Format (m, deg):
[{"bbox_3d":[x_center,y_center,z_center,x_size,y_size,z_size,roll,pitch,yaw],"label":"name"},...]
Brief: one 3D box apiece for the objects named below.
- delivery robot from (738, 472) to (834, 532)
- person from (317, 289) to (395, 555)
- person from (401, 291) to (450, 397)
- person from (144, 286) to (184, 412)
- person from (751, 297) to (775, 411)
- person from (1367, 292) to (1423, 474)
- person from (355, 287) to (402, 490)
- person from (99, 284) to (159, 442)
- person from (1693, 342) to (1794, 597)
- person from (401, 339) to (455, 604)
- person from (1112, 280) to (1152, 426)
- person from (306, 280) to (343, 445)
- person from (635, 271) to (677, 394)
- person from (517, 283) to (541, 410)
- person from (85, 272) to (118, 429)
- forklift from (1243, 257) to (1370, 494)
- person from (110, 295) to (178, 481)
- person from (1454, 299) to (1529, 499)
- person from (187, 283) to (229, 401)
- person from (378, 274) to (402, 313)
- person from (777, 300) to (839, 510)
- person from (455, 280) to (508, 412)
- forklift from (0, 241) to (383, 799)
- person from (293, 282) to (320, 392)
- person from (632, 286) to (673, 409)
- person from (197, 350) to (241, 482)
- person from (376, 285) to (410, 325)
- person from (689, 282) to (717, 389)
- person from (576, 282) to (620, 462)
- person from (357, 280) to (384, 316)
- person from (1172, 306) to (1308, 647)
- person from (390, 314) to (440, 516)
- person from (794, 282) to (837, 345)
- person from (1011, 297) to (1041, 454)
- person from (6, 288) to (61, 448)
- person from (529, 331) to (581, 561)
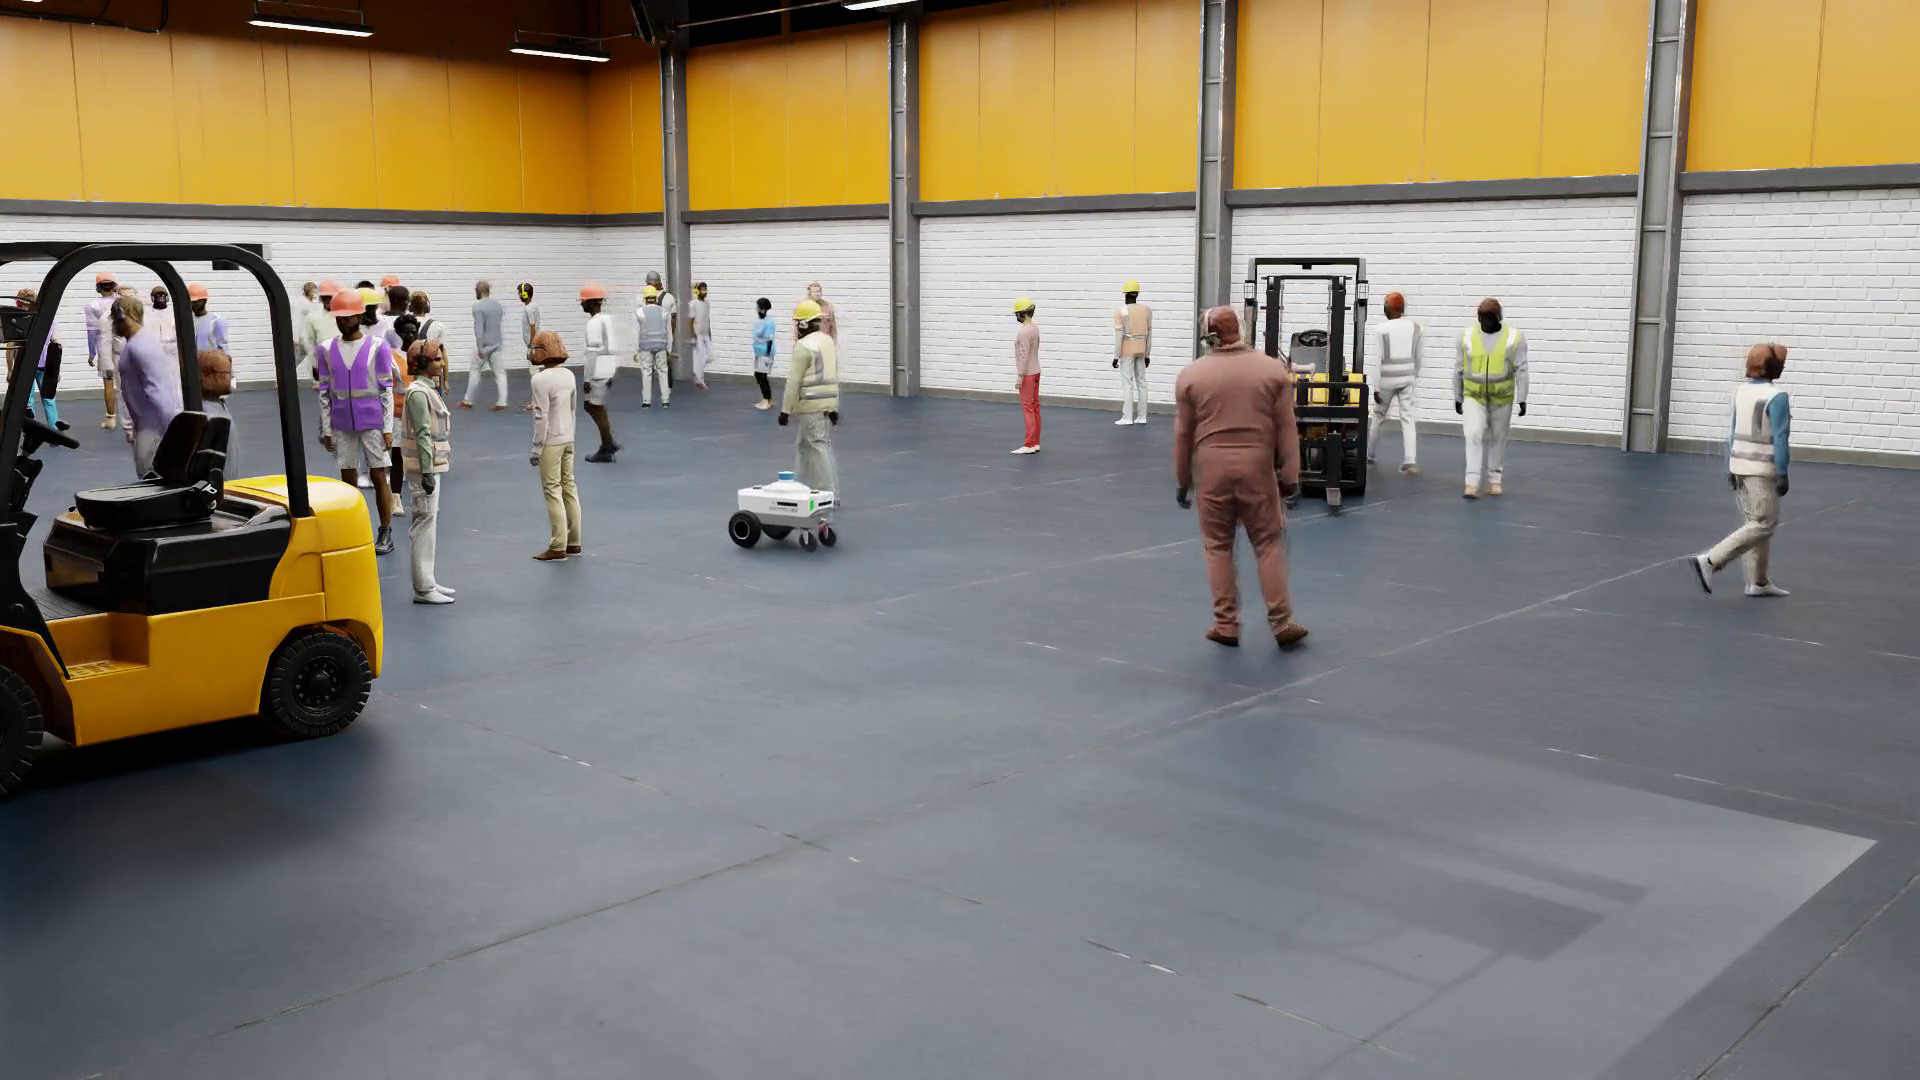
[{"bbox_3d":[-1.296,-0.267,12.406,0.707,0.478,0.477,5,10,28],"label":"delivery robot"},{"bbox_3d":[-4.355,-0.837,12.010,0.539,1.930,0.387,0,9,-1],"label":"person"},{"bbox_3d":[-5.558,-1.649,17.217,0.513,1.845,0.334,-3,10,-15],"label":"person"},{"bbox_3d":[-10.589,-2.443,22.097,0.627,1.847,0.429,-4,10,-23],"label":"person"},{"bbox_3d":[-2.866,-2.725,24.368,0.374,1.658,0.638,-6,11,-31],"label":"person"},{"bbox_3d":[4.425,-1.600,16.977,0.586,1.842,0.952,-1,9,-7],"label":"person"},{"bbox_3d":[-5.590,-1.413,15.631,0.604,1.888,0.876,5,11,28],"label":"person"},{"bbox_3d":[-9.812,-2.082,19.765,0.676,1.880,0.736,-8,12,-40],"label":"person"},{"bbox_3d":[4.931,-0.425,10.381,0.613,1.621,0.524,0,9,-2],"label":"person"},{"bbox_3d":[-3.312,-0.425,10.348,0.311,1.638,0.521,-2,10,-14],"label":"person"},{"bbox_3d":[2.270,-2.477,22.047,0.590,1.926,0.388,-5,11,-29],"label":"person"},{"bbox_3d":[-7.427,-2.105,19.752,0.617,1.938,1.068,-2,9,-12],"label":"person"},{"bbox_3d":[-5.060,-3.438,27.594,0.686,2.000,0.538,-4,10,-21],"label":"person"},{"bbox_3d":[-6.329,-2.843,24.492,0.335,1.865,0.521,-2,9,-10],"label":"person"},{"bbox_3d":[-11.002,-2.453,21.579,0.605,2.034,0.391,-9,13,-42],"label":"person"},{"bbox_3d":[3.309,-1.629,16.029,1.214,2.155,2.313,2,9,11],"label":"forklift"},{"bbox_3d":[-5.577,-0.741,11.512,0.478,1.895,0.709,-5,11,-29],"label":"person"},{"bbox_3d":[4.774,-1.261,14.987,0.661,1.790,0.908,4,10,21],"label":"person"},{"bbox_3d":[-8.389,-1.887,18.475,0.550,1.922,0.435,1,9,7],"label":"person"},{"bbox_3d":[-8.593,-3.022,25.183,0.395,1.994,0.616,1,9,6],"label":"person"},{"bbox_3d":[-1.384,-1.164,14.387,0.790,1.803,0.596,4,10,21],"label":"person"},{"bbox_3d":[-6.937,-2.798,24.099,0.921,1.898,0.630,4,10,25],"label":"person"},{"bbox_3d":[-3.706,-0.171,7.093,1.214,2.155,2.313,9,13,43],"label":"forklift"},{"bbox_3d":[-11.078,-3.398,27.925,0.954,1.879,0.649,-1,9,-7],"label":"person"},{"bbox_3d":[-4.533,-2.825,24.552,0.606,1.830,0.491,-4,10,-24],"label":"person"},{"bbox_3d":[-4.179,-0.259,9.379,0.562,1.623,0.519,-2,9,-12],"label":"person"},{"bbox_3d":[-5.865,-1.696,17.367,0.569,1.901,0.502,-2,9,-10],"label":"person"},{"bbox_3d":[-4.447,-3.543,28.805,0.394,1.851,0.559,6,11,32],"label":"person"},{"bbox_3d":[-3.886,-1.775,17.749,0.401,1.923,0.573,0,9,2],"label":"person"},{"bbox_3d":[-7.986,-2.490,22.142,0.700,1.922,0.480,-1,9,-6],"label":"person"},{"bbox_3d":[1.534,-0.342,9.163,0.740,1.864,0.468,1,9,6],"label":"person"},{"bbox_3d":[-4.621,-1.051,14.007,0.531,1.698,0.320,-6,11,-34],"label":"person"},{"bbox_3d":[-2.203,-2.989,25.338,0.651,1.881,0.818,-4,10,-23],"label":"person"},{"bbox_3d":[0.735,-1.837,18.645,0.328,1.759,0.524,3,10,19],"label":"person"},{"bbox_3d":[-10.681,-1.969,19.180,0.375,1.843,0.574,9,13,44],"label":"person"},{"bbox_3d":[-2.893,-0.665,11.834,0.265,1.632,0.508,3,10,17],"label":"person"}]
